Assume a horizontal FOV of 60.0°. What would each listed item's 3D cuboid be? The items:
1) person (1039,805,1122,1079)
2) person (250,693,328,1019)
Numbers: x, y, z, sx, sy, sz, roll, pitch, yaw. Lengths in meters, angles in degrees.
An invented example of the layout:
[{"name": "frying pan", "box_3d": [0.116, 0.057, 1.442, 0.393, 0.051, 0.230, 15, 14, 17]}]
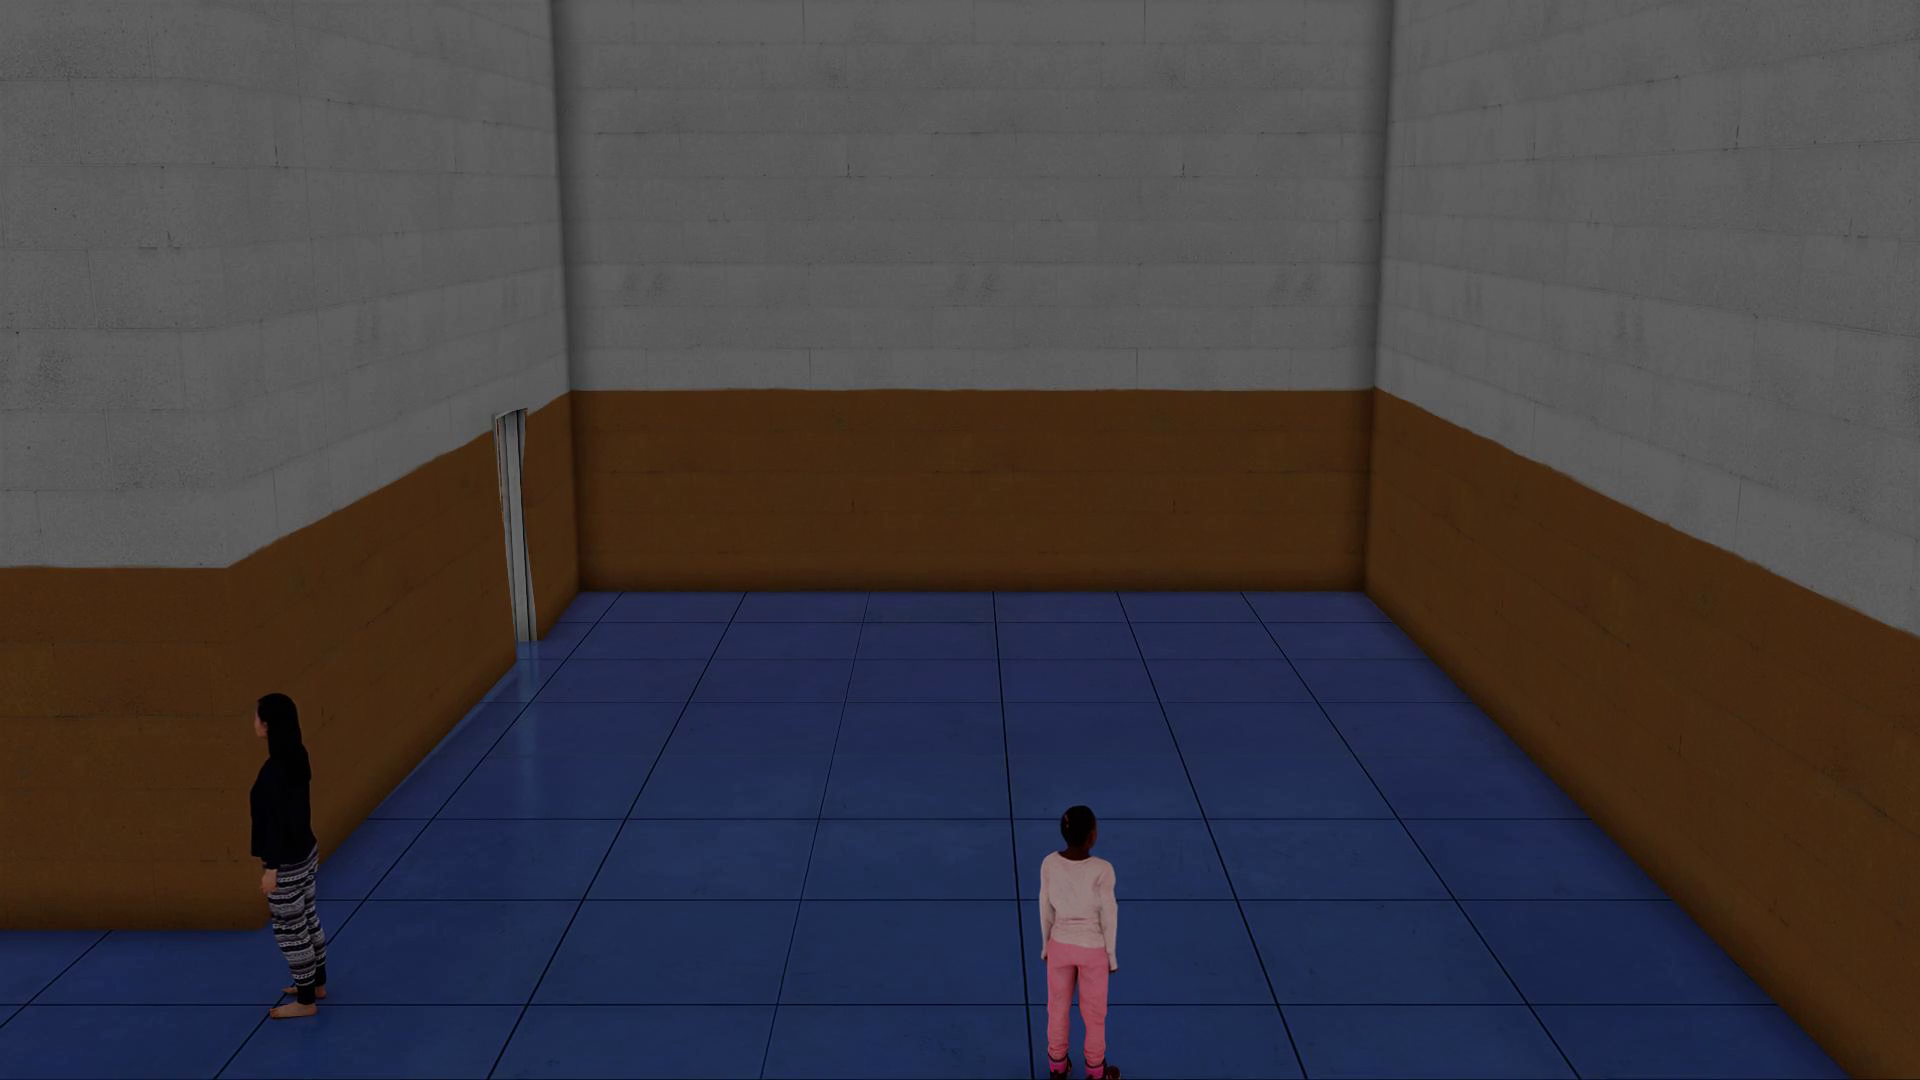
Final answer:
[{"name": "person", "box_3d": [0.563, 1.932, 7.920, 0.554, 1.442, 0.668, 5, 13, 24]}, {"name": "person", "box_3d": [-3.491, 1.627, 8.656, 0.512, 1.734, 0.605, 0, 12, -1]}]
